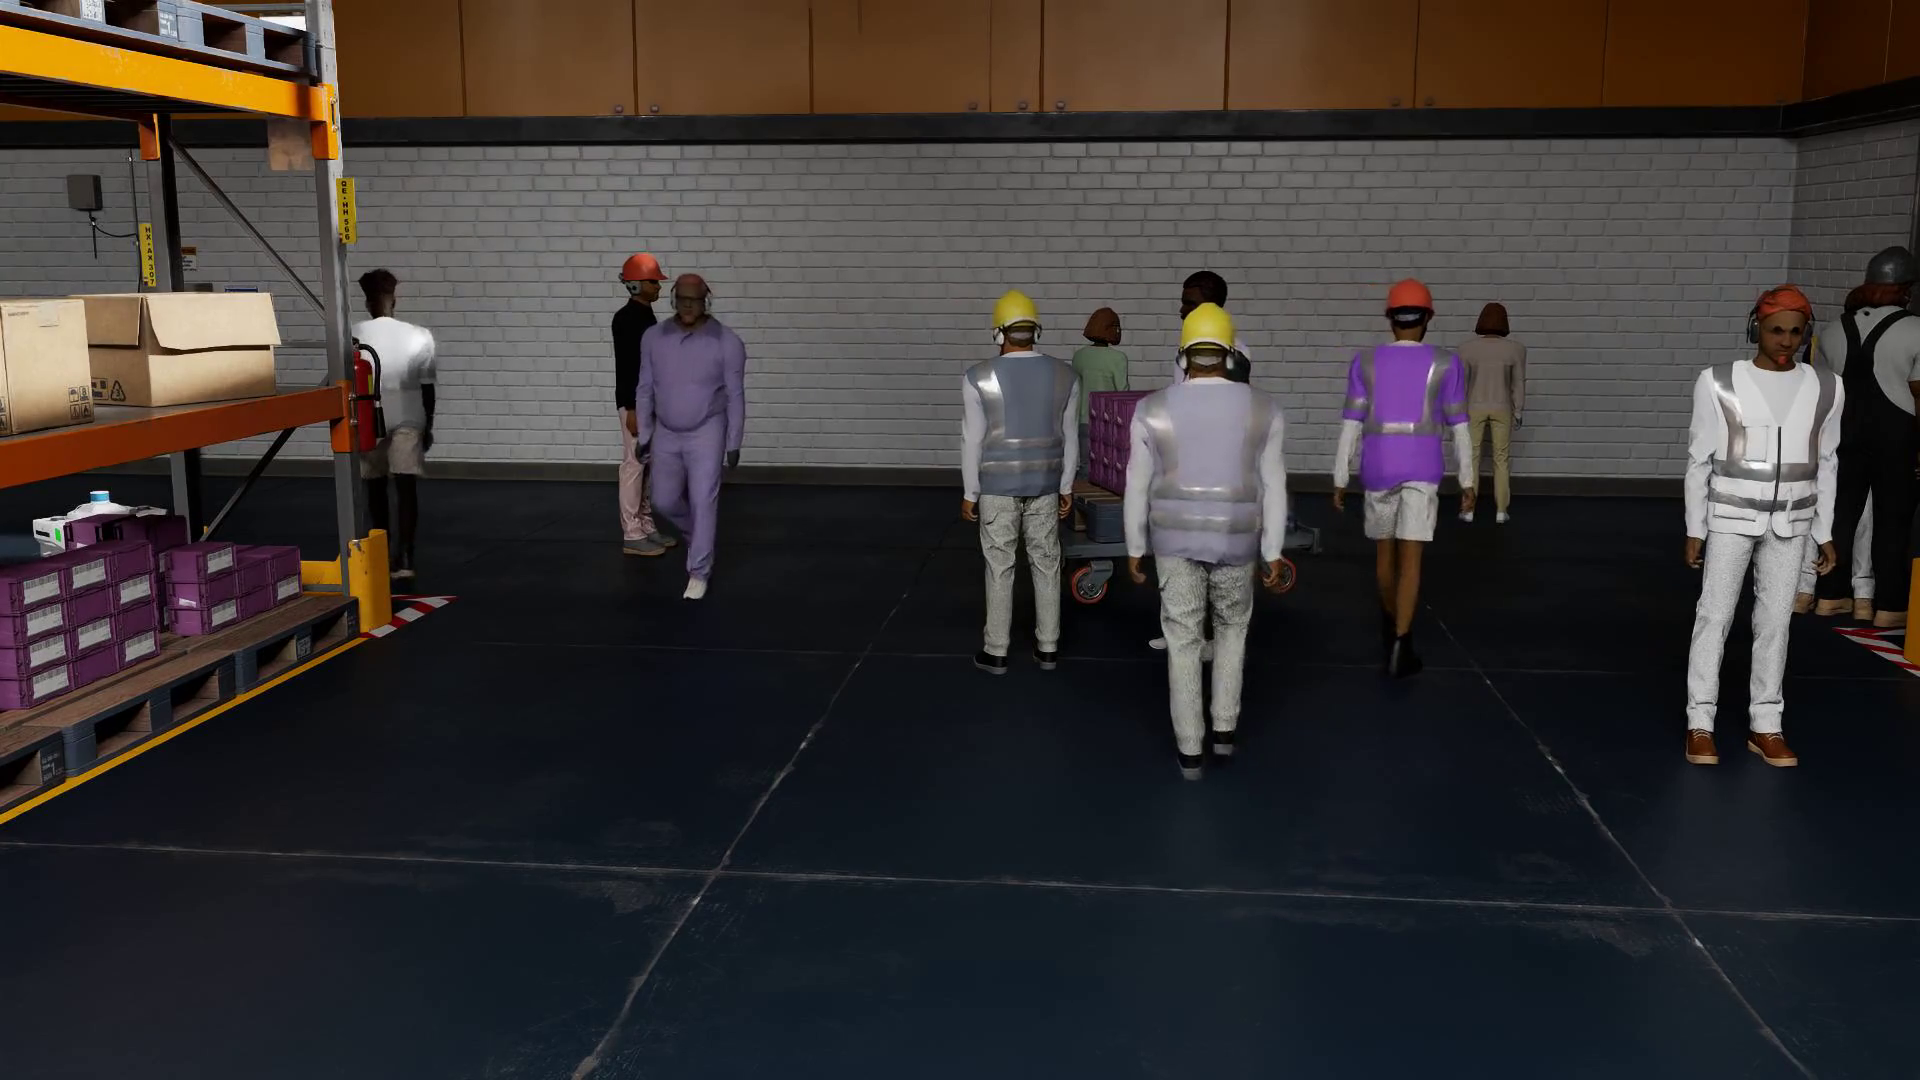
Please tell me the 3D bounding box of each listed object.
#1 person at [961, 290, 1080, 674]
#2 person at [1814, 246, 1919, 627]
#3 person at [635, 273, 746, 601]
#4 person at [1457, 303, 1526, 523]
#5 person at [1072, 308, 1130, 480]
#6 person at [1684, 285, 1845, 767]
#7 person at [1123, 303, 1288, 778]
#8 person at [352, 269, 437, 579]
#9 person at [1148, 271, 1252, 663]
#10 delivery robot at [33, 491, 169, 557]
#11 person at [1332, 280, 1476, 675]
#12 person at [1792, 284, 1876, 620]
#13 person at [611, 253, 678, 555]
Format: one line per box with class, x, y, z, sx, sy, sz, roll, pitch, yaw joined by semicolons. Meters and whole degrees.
person;0.276;-0.270;7.957;0.589;1.832;0.404;-3;10;-17
person;5.004;-0.561;9.022;0.537;2.000;0.682;-5;11;-28
person;-1.571;-0.623;9.795;0.658;1.889;0.679;2;10;11
person;3.923;-0.940;12.358;0.508;1.632;0.265;2;10;13
person;0.968;-0.761;11.334;0.278;1.633;0.507;-9;14;-43
person;3.131;-0.045;6.517;0.573;1.884;0.355;1;10;6
person;0.945;-0.011;6.503;0.620;1.815;0.611;1;10;4
person;-3.581;-0.728;10.401;0.632;1.886;1.059;-4;11;-23
person;1.219;-0.360;8.227;0.392;1.919;0.591;-4;11;-24
delivery robot;-5.214;-0.055;10.111;0.477;0.478;0.707;8;12;37
person;2.193;-0.325;8.167;0.636;1.863;1.015;4;11;24
person;4.900;-0.479;9.146;0.621;1.837;0.429;6;12;33
person;-2.114;-0.906;11.126;0.378;1.996;0.611;1;10;7
